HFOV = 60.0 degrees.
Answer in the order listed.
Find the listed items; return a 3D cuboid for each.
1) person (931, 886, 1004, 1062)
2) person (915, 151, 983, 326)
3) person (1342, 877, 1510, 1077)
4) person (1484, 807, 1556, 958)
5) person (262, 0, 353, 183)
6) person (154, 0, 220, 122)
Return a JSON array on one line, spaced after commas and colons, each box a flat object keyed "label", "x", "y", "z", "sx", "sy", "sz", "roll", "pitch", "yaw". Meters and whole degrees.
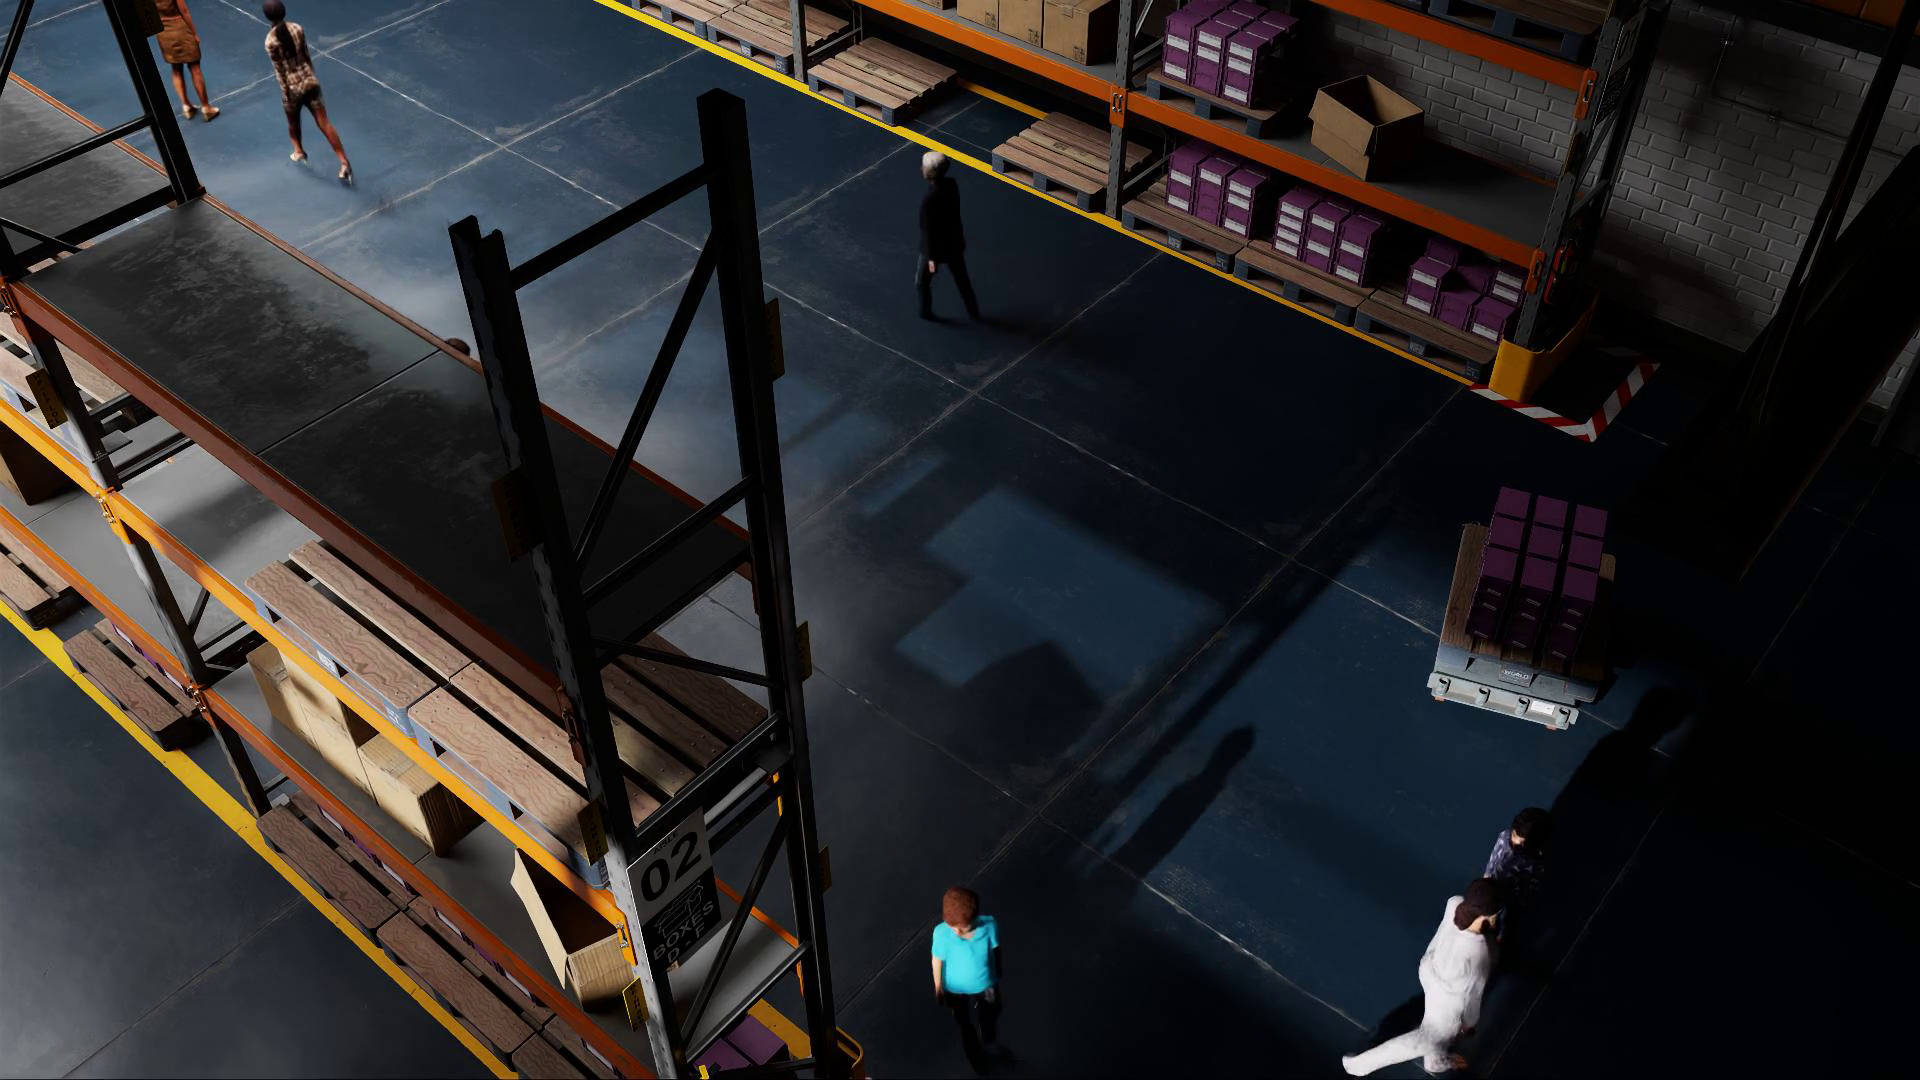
[{"label": "person", "x": 0.035, "y": 2.244, "z": 8.868, "sx": 0.644, "sy": 1.437, "sz": 0.697, "roll": -9, "pitch": 44, "yaw": -9}, {"label": "person", "x": -0.117, "y": -2.389, "z": 13.835, "sx": 0.823, "sy": 1.742, "sz": 0.770, "roll": 34, "pitch": 53, "yaw": 30}, {"label": "person", "x": 2.428, "y": 2.324, "z": 8.555, "sx": 1.081, "sy": 1.753, "sz": 1.028, "roll": -6, "pitch": 44, "yaw": -6}, {"label": "person", "x": 3.102, "y": 1.916, "z": 9.348, "sx": 0.621, "sy": 1.250, "sz": 0.527, "roll": -18, "pitch": 46, "yaw": -18}, {"label": "person", "x": -5.987, "y": -4.082, "z": 15.285, "sx": 1.092, "sy": 1.743, "sz": 0.629, "roll": 28, "pitch": 50, "yaw": 26}, {"label": "person", "x": -7.633, "y": -4.904, "z": 16.192, "sx": 0.611, "sy": 1.684, "sz": 0.705, "roll": 5, "pitch": 44, "yaw": 5}]
